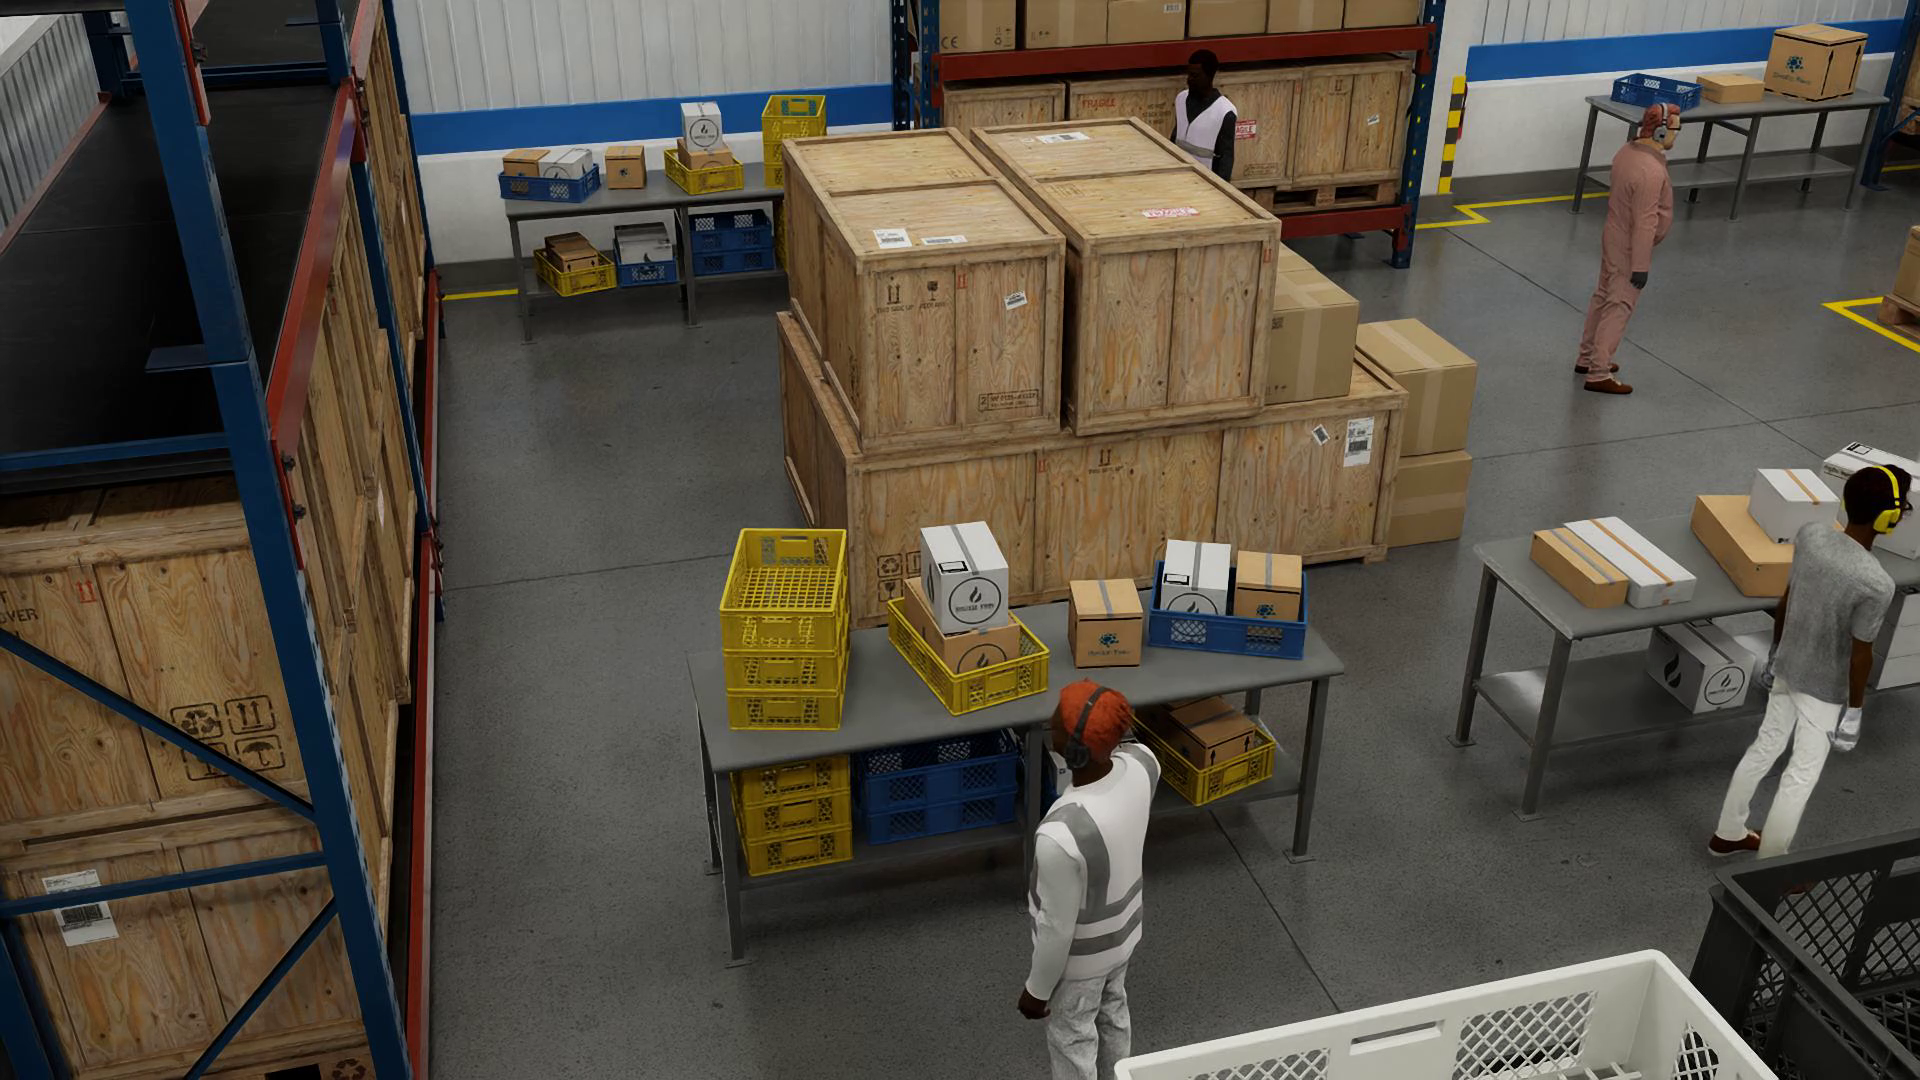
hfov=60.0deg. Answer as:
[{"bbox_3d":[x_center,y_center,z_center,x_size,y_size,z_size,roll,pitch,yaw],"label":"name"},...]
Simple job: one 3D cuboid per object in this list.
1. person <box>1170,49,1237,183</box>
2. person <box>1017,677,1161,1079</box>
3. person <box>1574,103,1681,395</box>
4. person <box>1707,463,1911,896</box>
[{"bbox_3d":[1.735,-2.599,12.114,0.387,1.916,0.594,-20,34,-31],"label":"person"},{"bbox_3d":[0.377,1.236,5.184,0.355,1.885,0.576,17,33,28],"label":"person"},{"bbox_3d":[4.397,-1.896,10.857,0.401,1.900,0.639,3,29,6],"label":"person"},{"bbox_3d":[3.311,0.556,6.449,0.316,1.858,0.516,-6,29,-10],"label":"person"}]
